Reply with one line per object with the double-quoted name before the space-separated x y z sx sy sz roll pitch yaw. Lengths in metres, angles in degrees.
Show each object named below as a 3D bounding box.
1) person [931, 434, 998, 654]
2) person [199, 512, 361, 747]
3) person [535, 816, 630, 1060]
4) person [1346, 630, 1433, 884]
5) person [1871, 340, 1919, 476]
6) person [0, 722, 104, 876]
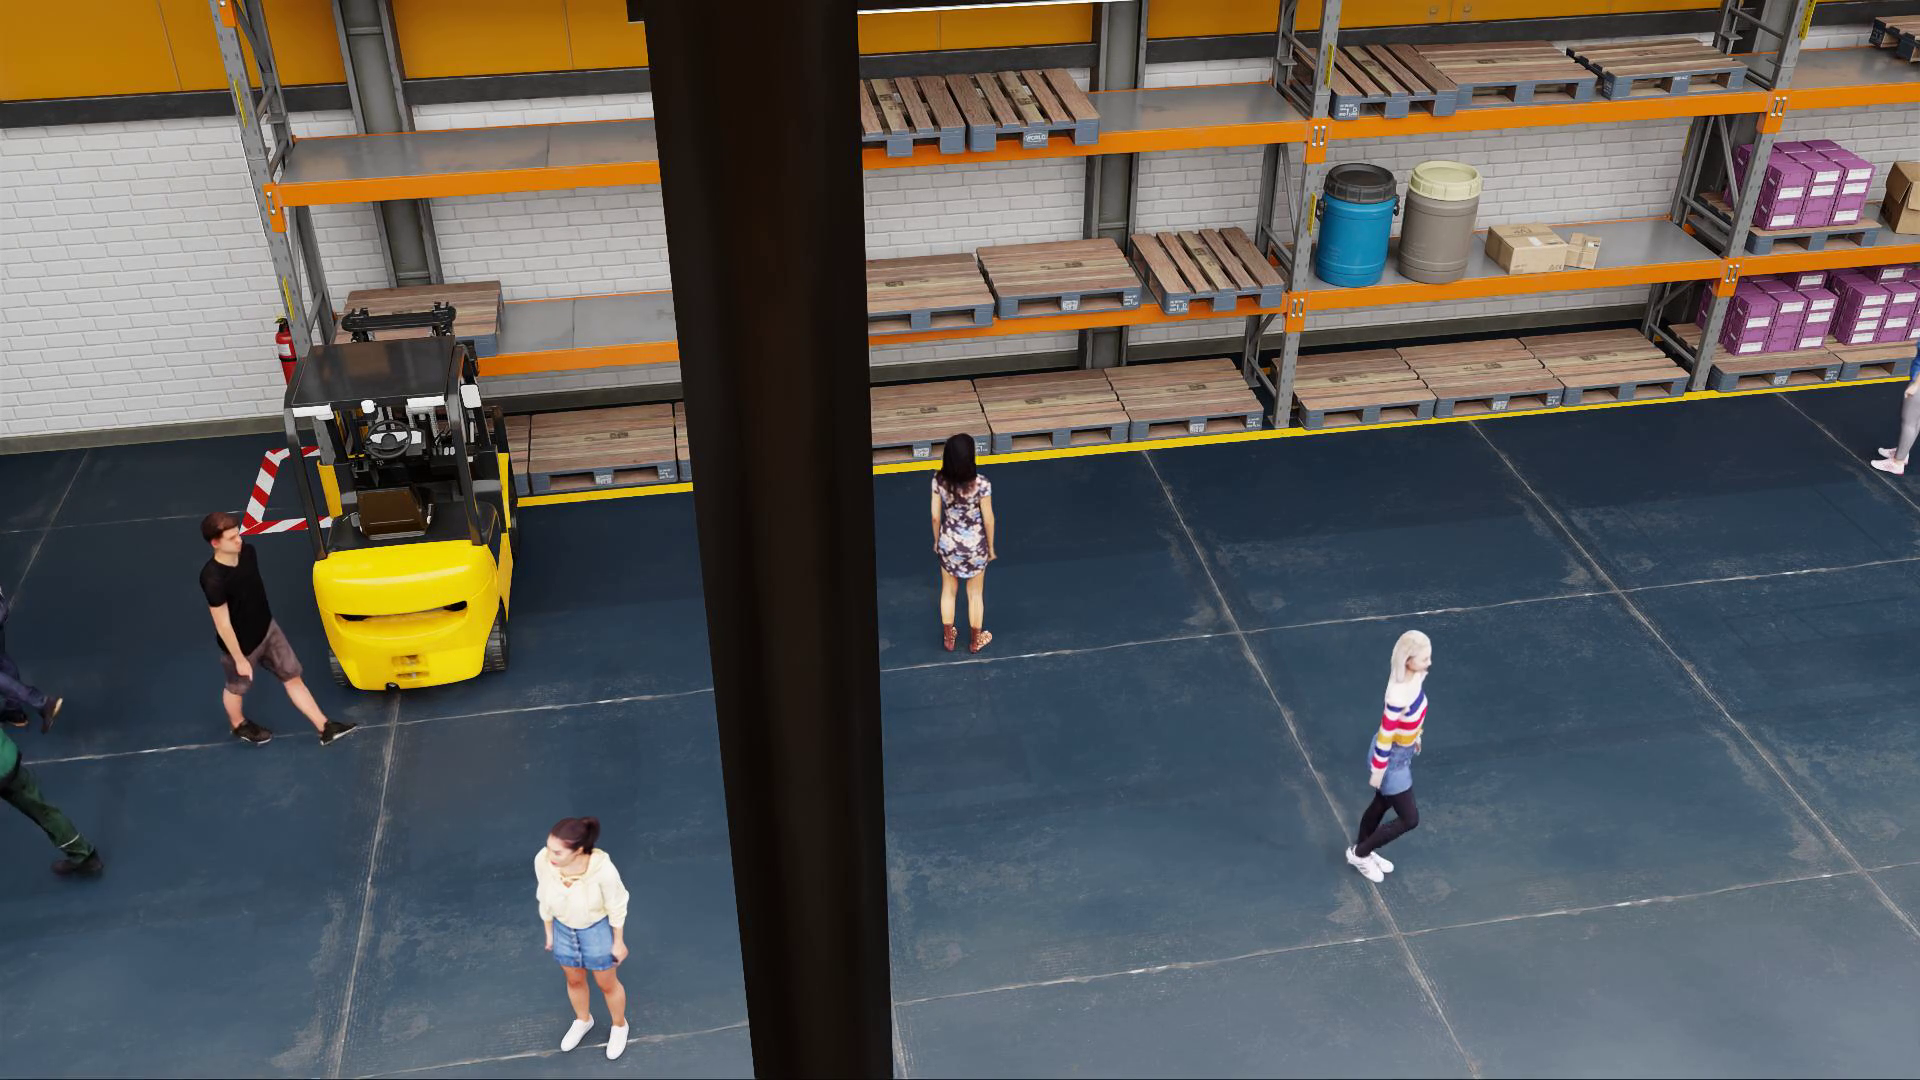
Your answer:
"person" 0.013 0.037 11.595 0.603 1.736 0.732 9 35 13
"person" -4.643 0.608 10.664 1.289 1.816 1.029 9 35 13
"person" -1.951 2.042 8.673 0.637 1.631 0.775 8 34 12
"person" 2.449 1.239 9.730 0.791 1.800 0.763 14 36 19
"person" 7.951 -1.308 13.732 0.724 1.610 0.657 24 40 31
"person" -5.520 1.338 9.597 1.212 1.780 0.757 -3 34 -4
